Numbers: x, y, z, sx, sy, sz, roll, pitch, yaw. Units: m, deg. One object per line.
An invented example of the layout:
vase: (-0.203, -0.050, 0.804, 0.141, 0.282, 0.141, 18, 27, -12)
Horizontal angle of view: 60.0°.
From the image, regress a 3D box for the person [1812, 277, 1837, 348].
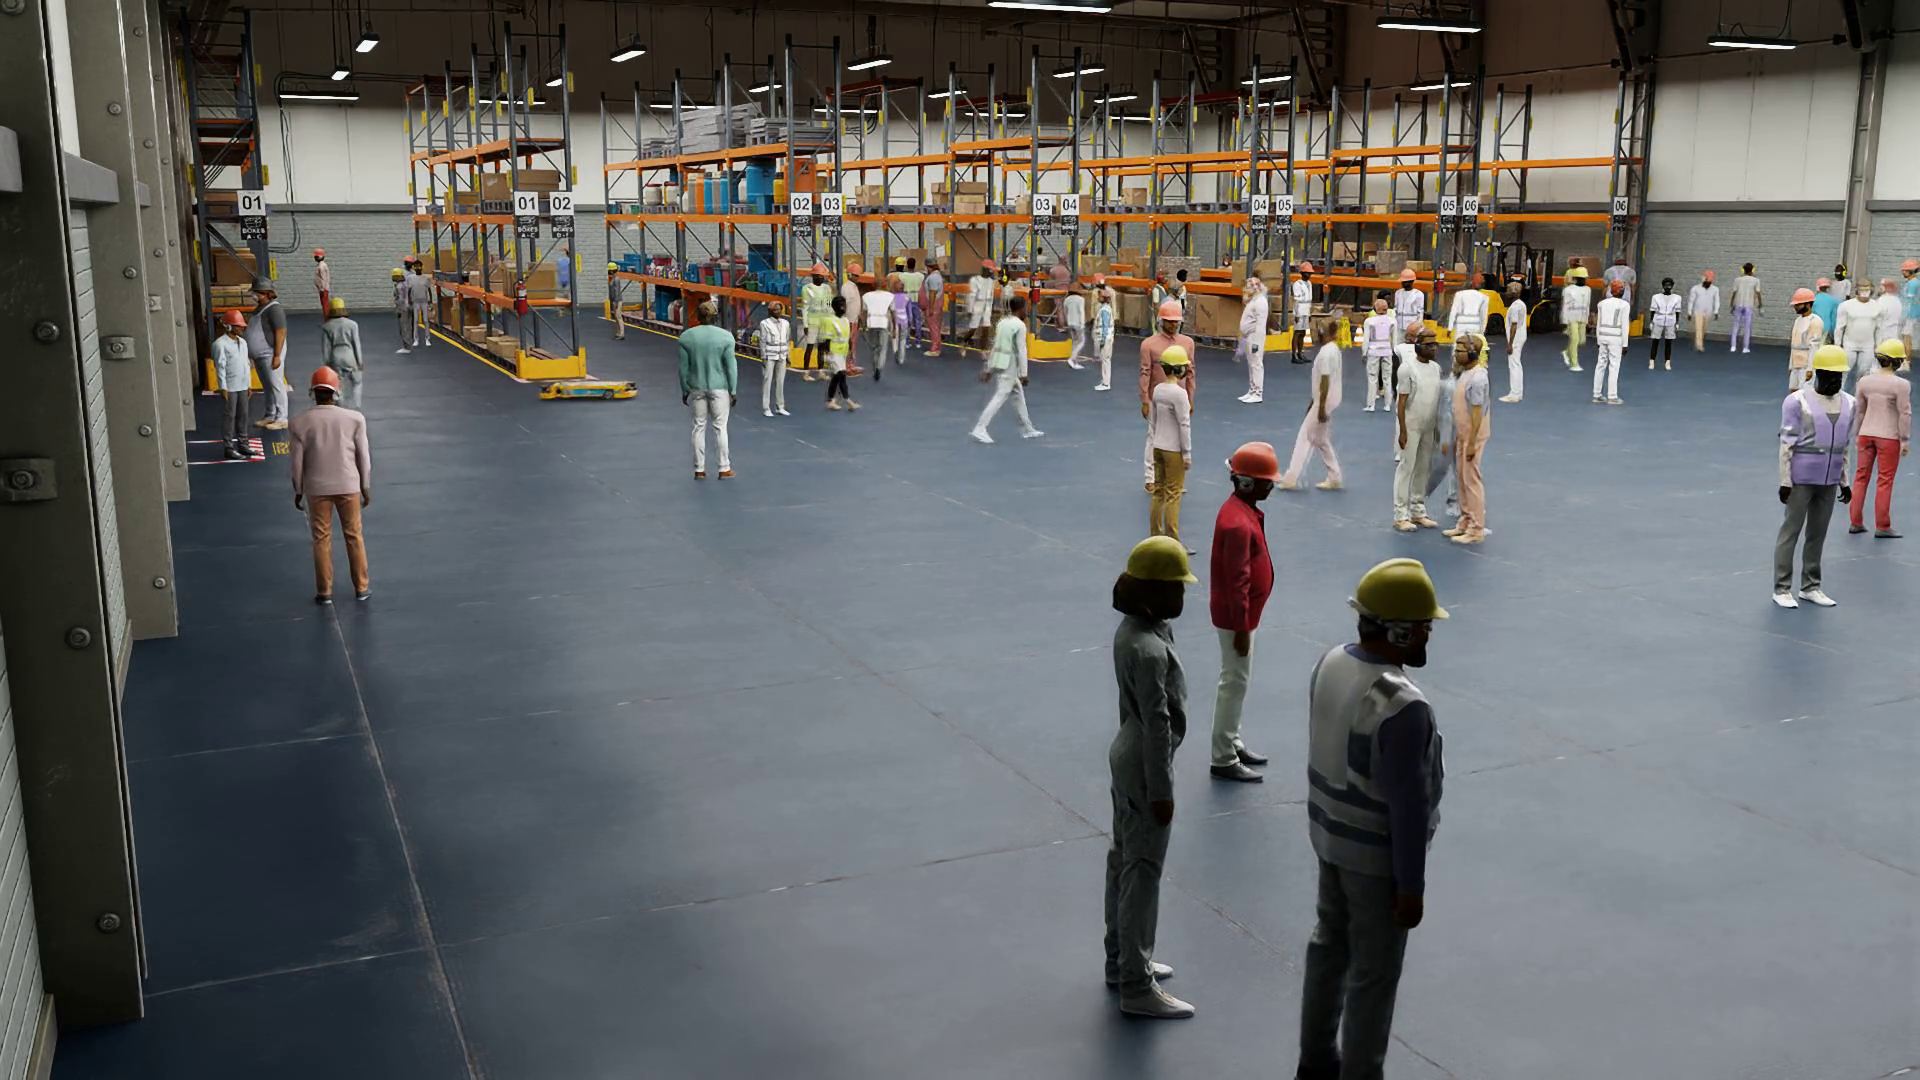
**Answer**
person: (15.234, -3.788, 29.545, 0.593, 1.735, 0.373, -1, 11, -5)

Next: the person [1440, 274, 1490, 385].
person: (8.456, -3.514, 27.878, 0.752, 1.857, 0.388, 2, 11, 9)

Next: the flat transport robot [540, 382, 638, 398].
flat transport robot: (-5.791, -2.351, 25.985, 1.431, 0.197, 0.652, -1, 11, -6)

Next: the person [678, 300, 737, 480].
person: (-2.714, -1.609, 17.967, 0.633, 1.938, 0.356, 1, 11, 7)

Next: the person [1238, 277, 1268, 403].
person: (4.464, -3.042, 25.352, 0.407, 1.902, 0.639, 0, 11, 1)

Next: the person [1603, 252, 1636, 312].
person: (14.565, -5.358, 36.763, 0.681, 2.000, 0.535, 6, 12, 27)

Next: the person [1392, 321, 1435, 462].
person: (5.226, -1.702, 19.199, 0.513, 1.641, 0.309, 8, 14, 36)

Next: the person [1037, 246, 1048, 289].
person: (2.509, -8.258, 51.980, 0.531, 1.854, 0.661, 0, 11, 1)

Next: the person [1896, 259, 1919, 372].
person: (17.256, -4.087, 30.314, 0.395, 2.038, 0.606, 6, 13, 29)

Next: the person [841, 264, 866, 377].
person: (-1.901, -3.865, 29.355, 0.451, 1.988, 0.622, 2, 11, 12)

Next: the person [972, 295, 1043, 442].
person: (0.585, -2.173, 21.110, 1.088, 1.852, 0.609, -5, 12, -24)

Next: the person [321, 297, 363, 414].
person: (-8.440, -2.450, 22.758, 0.524, 1.733, 0.354, -1, 11, -7)

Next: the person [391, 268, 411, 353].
person: (-11.566, -4.736, 34.356, 0.316, 1.742, 0.492, -3, 11, -13)

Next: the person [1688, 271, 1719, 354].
person: (15.320, -4.694, 34.304, 0.554, 1.693, 0.965, 1, 11, 7)

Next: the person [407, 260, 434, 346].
person: (-11.700, -5.131, 36.055, 0.534, 1.865, 0.311, -3, 12, -15)

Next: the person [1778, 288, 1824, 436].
person: (10.710, -2.234, 21.186, 0.383, 1.926, 0.550, 0, 11, -1)

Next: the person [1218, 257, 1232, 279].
person: (7.602, -7.282, 47.576, 0.507, 1.633, 0.278, 1, 11, 5)

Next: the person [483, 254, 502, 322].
person: (-12.429, -6.678, 43.995, 0.545, 1.829, 0.609, -8, 14, -36)

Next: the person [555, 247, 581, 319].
person: (-10.765, -7.086, 45.736, 0.667, 1.963, 1.025, 5, 12, 24)

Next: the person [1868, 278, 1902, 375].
person: (14.023, -3.041, 25.361, 0.673, 1.889, 0.426, -7, 13, -33)

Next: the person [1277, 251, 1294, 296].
person: (9.040, -7.139, 46.358, 0.597, 1.829, 0.403, 5, 12, 23)

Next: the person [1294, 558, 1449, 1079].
person: (1.306, 0.955, 5.243, 0.403, 1.825, 0.595, -3, 12, -15)

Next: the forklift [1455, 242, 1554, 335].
forklift: (13.047, -6.049, 39.881, 2.313, 2.155, 1.214, -5, 12, -23)

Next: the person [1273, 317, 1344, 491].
person: (3.659, -1.385, 17.190, 0.675, 1.795, 0.598, 4, 12, 21)

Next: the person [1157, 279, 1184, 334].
person: (3.055, -2.835, 24.256, 0.389, 1.925, 0.625, -1, 11, -3)

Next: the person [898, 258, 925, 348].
person: (-1.036, -5.075, 35.632, 0.599, 1.917, 0.377, -3, 11, -14)

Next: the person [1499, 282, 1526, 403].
person: (8.457, -3.015, 25.396, 0.346, 1.838, 0.502, 6, 13, 27)

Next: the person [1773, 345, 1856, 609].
person: (6.259, -0.461, 12.158, 0.584, 1.928, 0.373, -2, 11, -11)

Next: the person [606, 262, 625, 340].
person: (-7.855, -5.427, 37.847, 0.349, 1.758, 0.521, -4, 12, -21)

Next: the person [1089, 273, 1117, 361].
person: (2.740, -4.304, 32.227, 0.637, 1.704, 0.648, 10, 15, 40)

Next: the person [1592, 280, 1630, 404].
person: (9.872, -2.996, 25.190, 0.355, 1.876, 0.574, -6, 12, -27)

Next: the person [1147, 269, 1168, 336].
person: (3.642, -4.049, 30.606, 0.373, 1.843, 0.571, 3, 12, 17)

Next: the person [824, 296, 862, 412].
person: (-1.657, -2.685, 24.101, 0.769, 1.663, 0.553, 6, 13, 27)

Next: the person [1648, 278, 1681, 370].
person: (12.927, -3.958, 30.523, 0.532, 1.697, 0.320, 4, 12, 17)

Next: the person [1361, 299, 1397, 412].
person: (6.076, -2.667, 24.111, 0.522, 1.638, 0.311, -1, 11, -6)

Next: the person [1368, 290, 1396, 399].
person: (6.554, -3.033, 25.824, 0.538, 1.696, 0.317, -7, 13, -33)

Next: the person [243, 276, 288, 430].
person: (-9.291, -2.499, 22.230, 0.539, 2.000, 0.688, -10, 15, -41)
